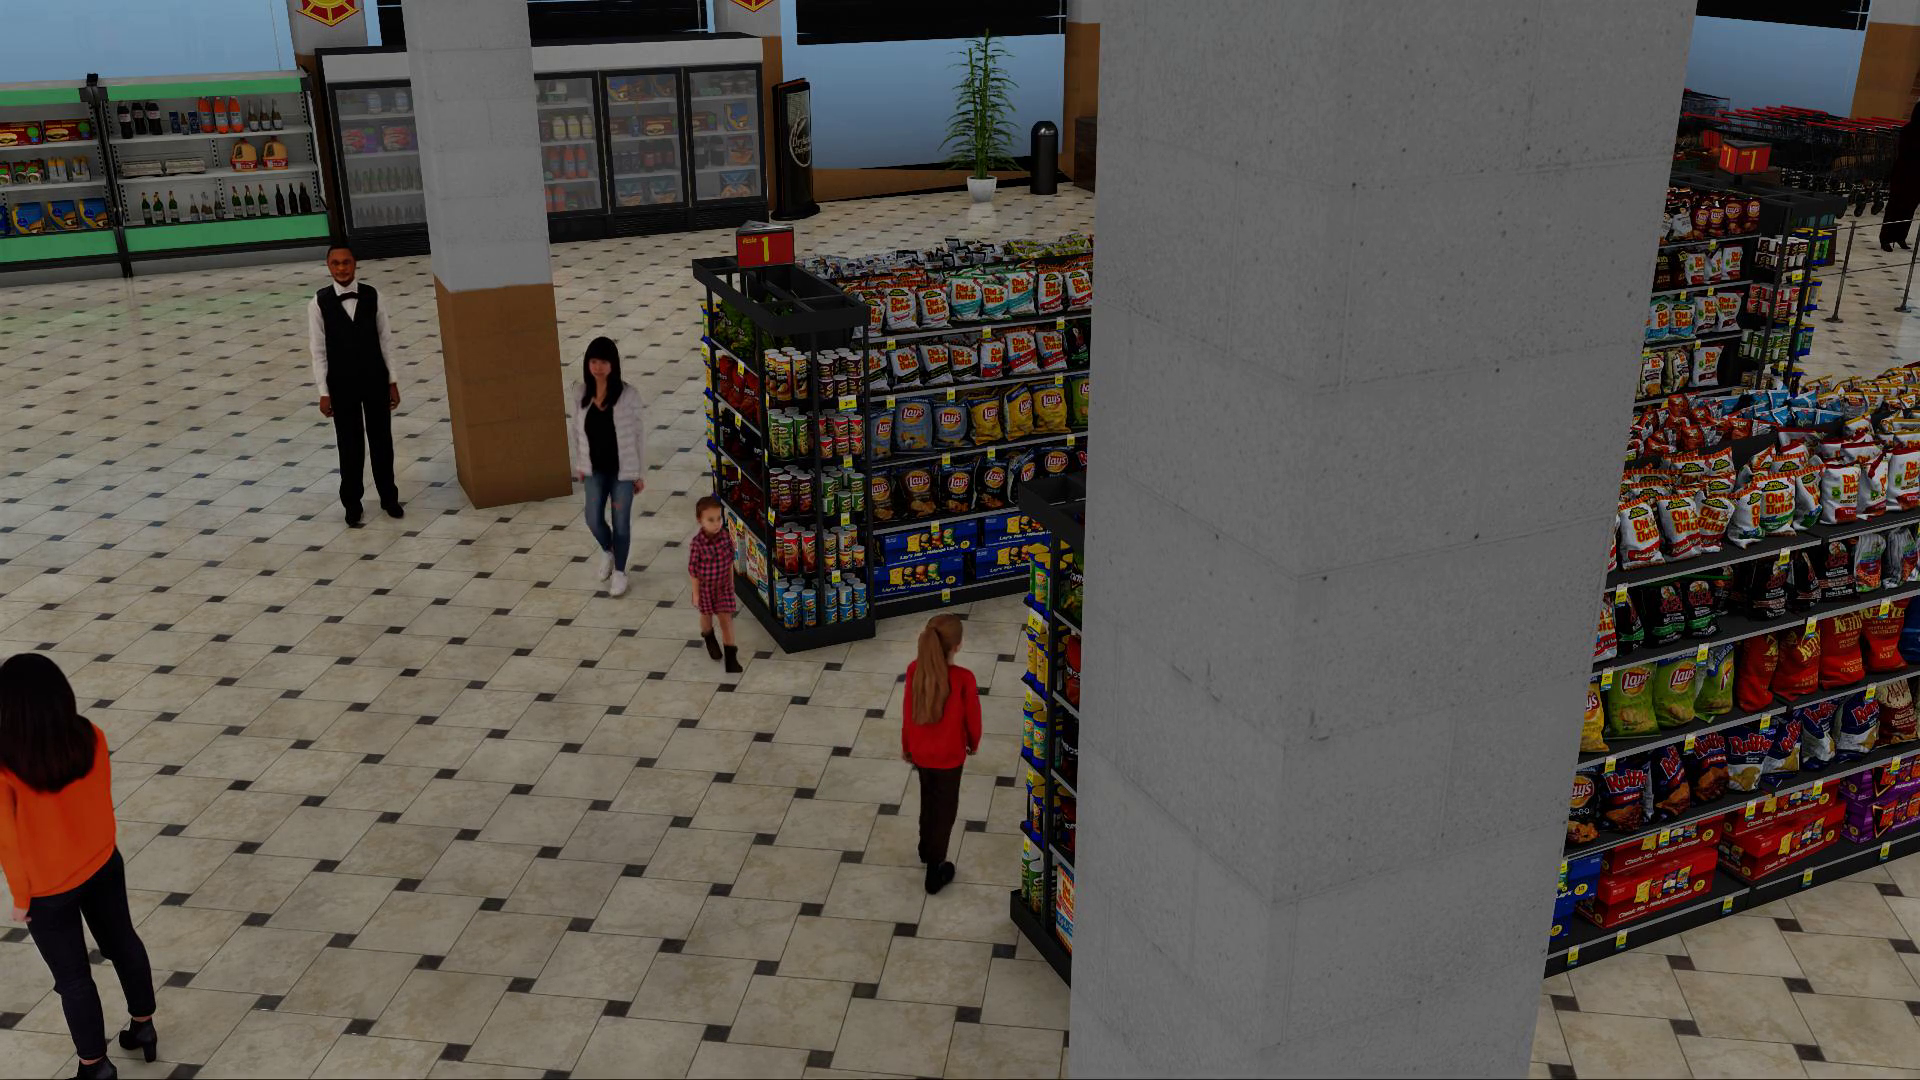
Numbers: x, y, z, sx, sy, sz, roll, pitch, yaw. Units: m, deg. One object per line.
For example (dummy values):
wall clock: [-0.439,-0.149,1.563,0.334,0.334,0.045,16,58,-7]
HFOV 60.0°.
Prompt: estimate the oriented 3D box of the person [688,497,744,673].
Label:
person: [-1.392,0.231,9.306,0.666,1.001,0.491,-10,24,-23]

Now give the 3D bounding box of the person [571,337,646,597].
person: [-2.124,-0.471,10.216,0.697,1.625,0.786,1,22,3]

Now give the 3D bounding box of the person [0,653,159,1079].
person: [-3.160,1.189,5.920,0.763,1.749,0.698,8,23,20]

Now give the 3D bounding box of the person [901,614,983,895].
person: [-0.113,0.943,7.172,0.655,1.271,0.723,10,24,23]

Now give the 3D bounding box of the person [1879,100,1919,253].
person: [11.153,-4.287,19.536,0.514,1.757,0.705,-10,24,-23]

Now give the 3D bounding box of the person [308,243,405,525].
person: [-4.093,-1.071,11.317,0.504,1.918,0.757,-11,24,-25]
